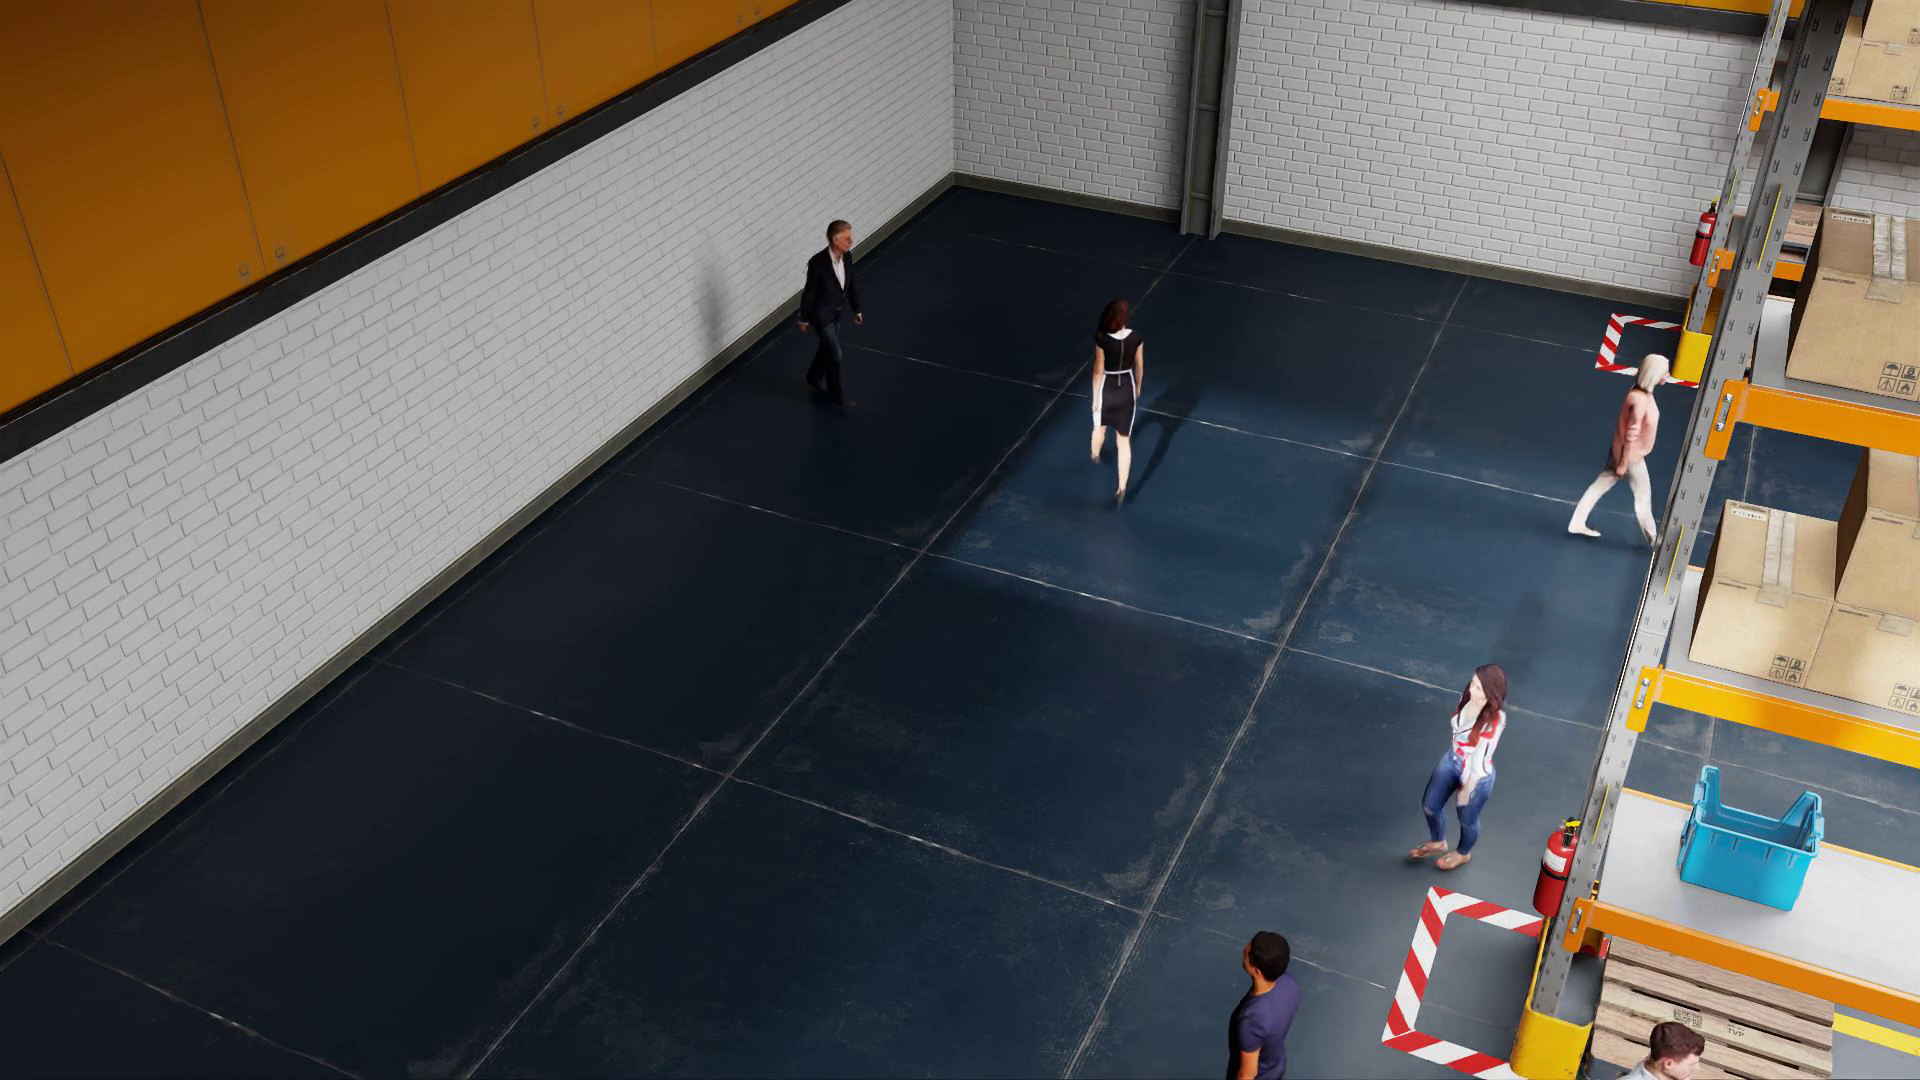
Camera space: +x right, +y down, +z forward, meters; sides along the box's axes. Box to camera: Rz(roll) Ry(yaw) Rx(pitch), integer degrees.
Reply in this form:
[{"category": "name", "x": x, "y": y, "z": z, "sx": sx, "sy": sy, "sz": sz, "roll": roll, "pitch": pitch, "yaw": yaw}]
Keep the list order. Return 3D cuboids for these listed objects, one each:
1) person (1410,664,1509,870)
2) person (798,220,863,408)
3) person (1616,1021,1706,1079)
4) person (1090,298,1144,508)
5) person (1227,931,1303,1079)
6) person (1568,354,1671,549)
[{"category": "person", "x": 3.170, "y": 1.395, "z": 10.120, "sx": 0.776, "sy": 1.598, "sz": 0.716, "roll": -11, "pitch": 35, "yaw": -16}, {"category": "person", "x": -1.273, "y": -2.102, "z": 15.219, "sx": 0.825, "sy": 1.777, "sz": 0.988, "roll": -28, "pitch": 43, "yaw": -36}, {"category": "person", "x": 3.024, "y": 2.838, "z": 7.758, "sx": 0.998, "sy": 1.808, "sz": 1.300, "roll": -24, "pitch": 40, "yaw": -31}, {"category": "person", "x": 1.308, "y": -1.094, "z": 13.725, "sx": 1.136, "sy": 1.752, "sz": 1.080, "roll": -5, "pitch": 34, "yaw": -8}, {"category": "person", "x": 1.450, "y": 2.594, "z": 8.140, "sx": 0.566, "sy": 1.792, "sz": 0.681, "roll": 21, "pitch": 39, "yaw": 28}, {"category": "person", "x": 5.214, "y": -0.704, "z": 13.200, "sx": 1.095, "sy": 1.683, "sz": 0.687, "roll": 10, "pitch": 35, "yaw": 15}]
